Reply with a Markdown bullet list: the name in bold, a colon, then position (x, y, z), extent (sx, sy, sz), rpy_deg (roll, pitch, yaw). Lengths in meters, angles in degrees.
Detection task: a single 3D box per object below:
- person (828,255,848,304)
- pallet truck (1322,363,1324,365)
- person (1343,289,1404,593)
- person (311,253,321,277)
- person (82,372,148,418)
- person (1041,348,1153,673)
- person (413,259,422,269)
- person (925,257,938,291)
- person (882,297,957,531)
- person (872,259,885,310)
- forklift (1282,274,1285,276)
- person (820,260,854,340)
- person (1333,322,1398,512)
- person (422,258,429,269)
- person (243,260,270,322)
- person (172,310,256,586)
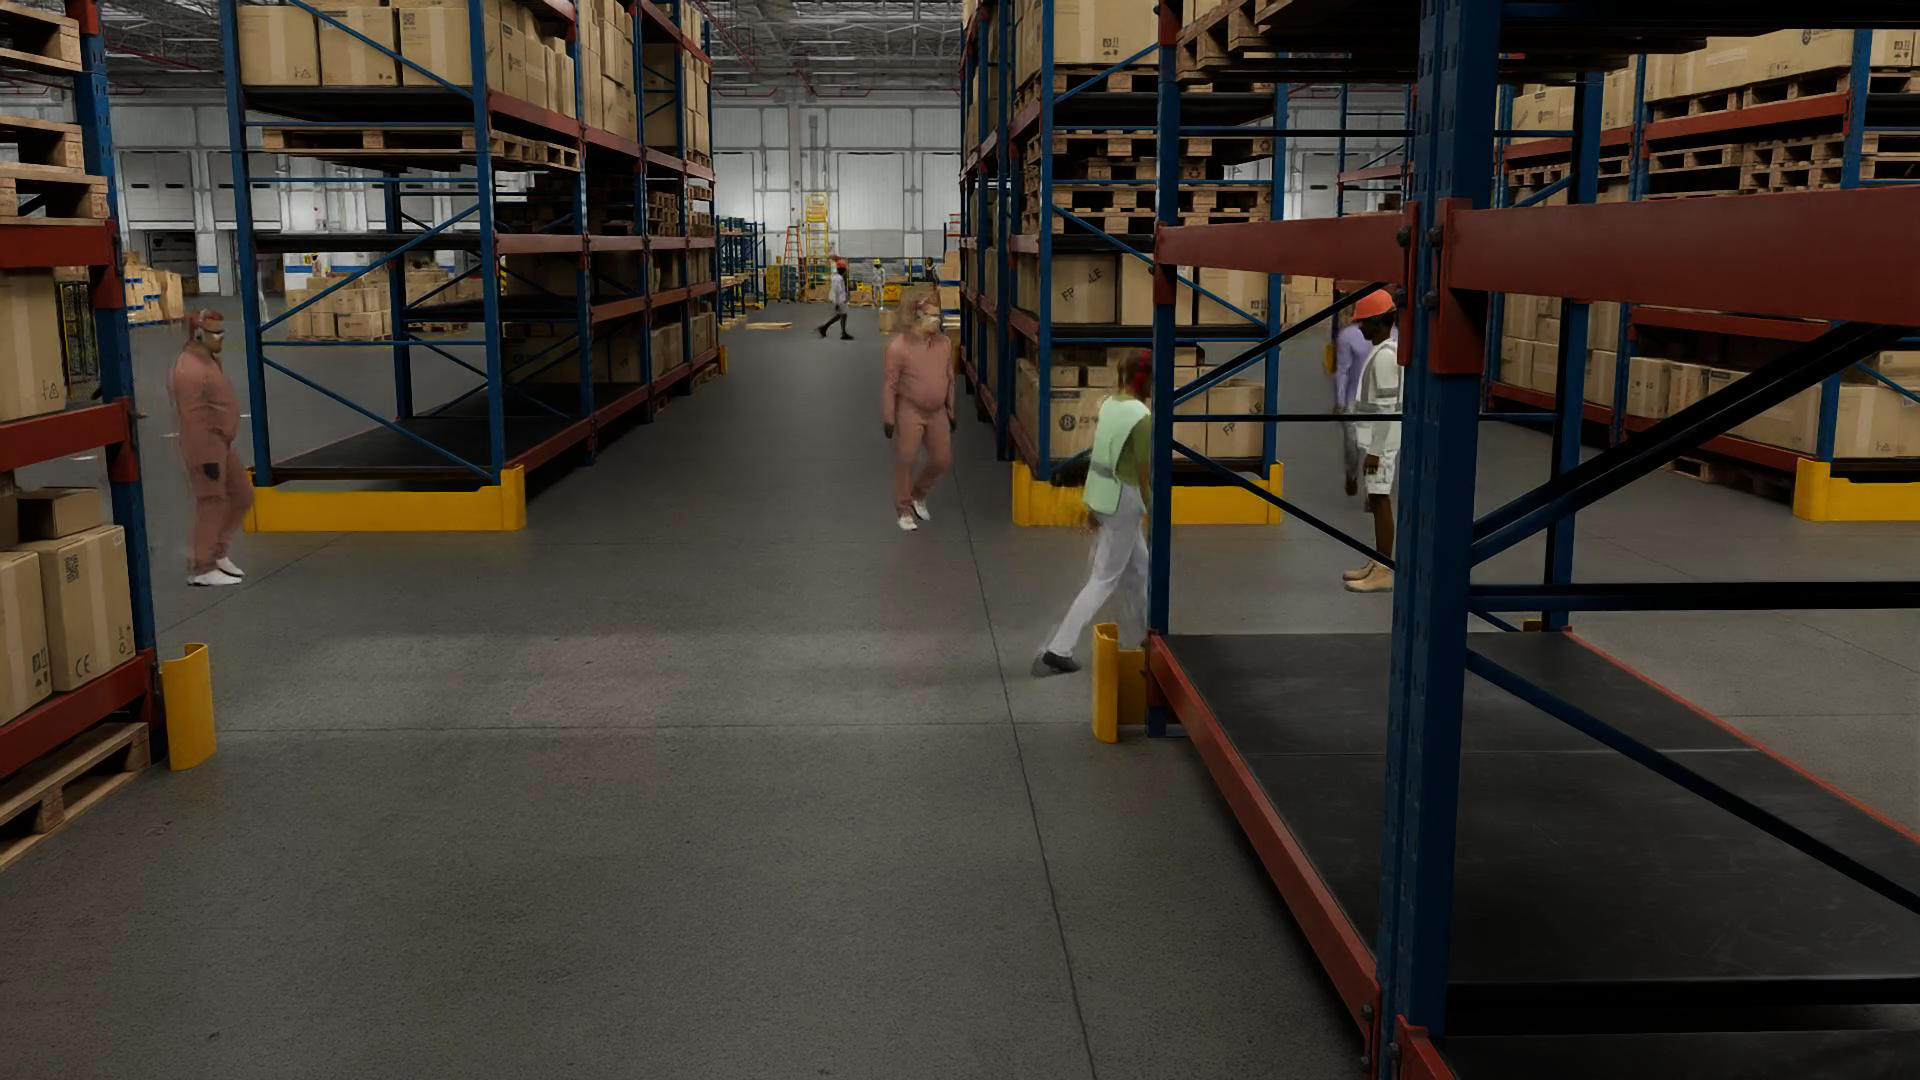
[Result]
- **person**: position (-4.647, -9.819, 62.751), extent (0.591, 1.824, 1.029), rpy_deg (8, 13, 36)
- **pallet truck**: position (7.712, -4.157, 30.737), extent (1.885, 1.965, 0.823), rpy_deg (3, 11, 16)
- **person**: position (2.772, -0.658, 11.148), extent (0.392, 2.033, 0.605), rpy_deg (3, 10, 14)
- **person**: position (-26.066, -10.691, 67.337), extent (0.376, 1.925, 0.594), rpy_deg (1, 10, 7)
- **person**: position (-11.206, -2.420, 21.952), extent (0.687, 1.672, 0.535), rpy_deg (-3, 11, -15)
- **person**: position (0.853, -0.149, 9.015), extent (0.933, 1.791, 0.619), rpy_deg (-3, 11, -15)
- **person**: position (-16.723, -7.788, 51.518), extent (0.908, 1.806, 0.623), rpy_deg (-4, 11, -21)
- **person**: position (-0.969, -8.374, 54.654), extent (0.518, 1.844, 0.332), rpy_deg (8, 13, 38)
- **person**: position (-0.315, -1.023, 13.565), extent (0.708, 1.893, 0.425), rpy_deg (-7, 12, -34)
- **person**: position (-2.843, -8.834, 57.523), extent (0.484, 1.737, 0.305), rpy_deg (5, 11, 24)
- **forklift**: position (12.243, -10.301, 62.507), extent (1.129, 2.768, 1.873), rpy_deg (0, 10, -2)
- **person**: position (-2.952, -5.745, 39.819), extent (0.729, 1.920, 0.566), rpy_deg (-1, 10, -6)
- **person**: position (3.600, -1.225, 14.617), extent (0.641, 1.922, 0.692), rpy_deg (2, 10, 10)
- **person**: position (-20.640, -10.021, 64.186), extent (0.919, 1.720, 0.542), rpy_deg (-2, 10, -9)
- **person**: position (-20.479, -7.225, 48.316), extent (0.909, 1.831, 0.493), rpy_deg (5, 11, 25)
- **person**: position (-5.080, -0.617, 11.324), extent (0.461, 1.886, 0.658), rpy_deg (-3, 11, -15)
